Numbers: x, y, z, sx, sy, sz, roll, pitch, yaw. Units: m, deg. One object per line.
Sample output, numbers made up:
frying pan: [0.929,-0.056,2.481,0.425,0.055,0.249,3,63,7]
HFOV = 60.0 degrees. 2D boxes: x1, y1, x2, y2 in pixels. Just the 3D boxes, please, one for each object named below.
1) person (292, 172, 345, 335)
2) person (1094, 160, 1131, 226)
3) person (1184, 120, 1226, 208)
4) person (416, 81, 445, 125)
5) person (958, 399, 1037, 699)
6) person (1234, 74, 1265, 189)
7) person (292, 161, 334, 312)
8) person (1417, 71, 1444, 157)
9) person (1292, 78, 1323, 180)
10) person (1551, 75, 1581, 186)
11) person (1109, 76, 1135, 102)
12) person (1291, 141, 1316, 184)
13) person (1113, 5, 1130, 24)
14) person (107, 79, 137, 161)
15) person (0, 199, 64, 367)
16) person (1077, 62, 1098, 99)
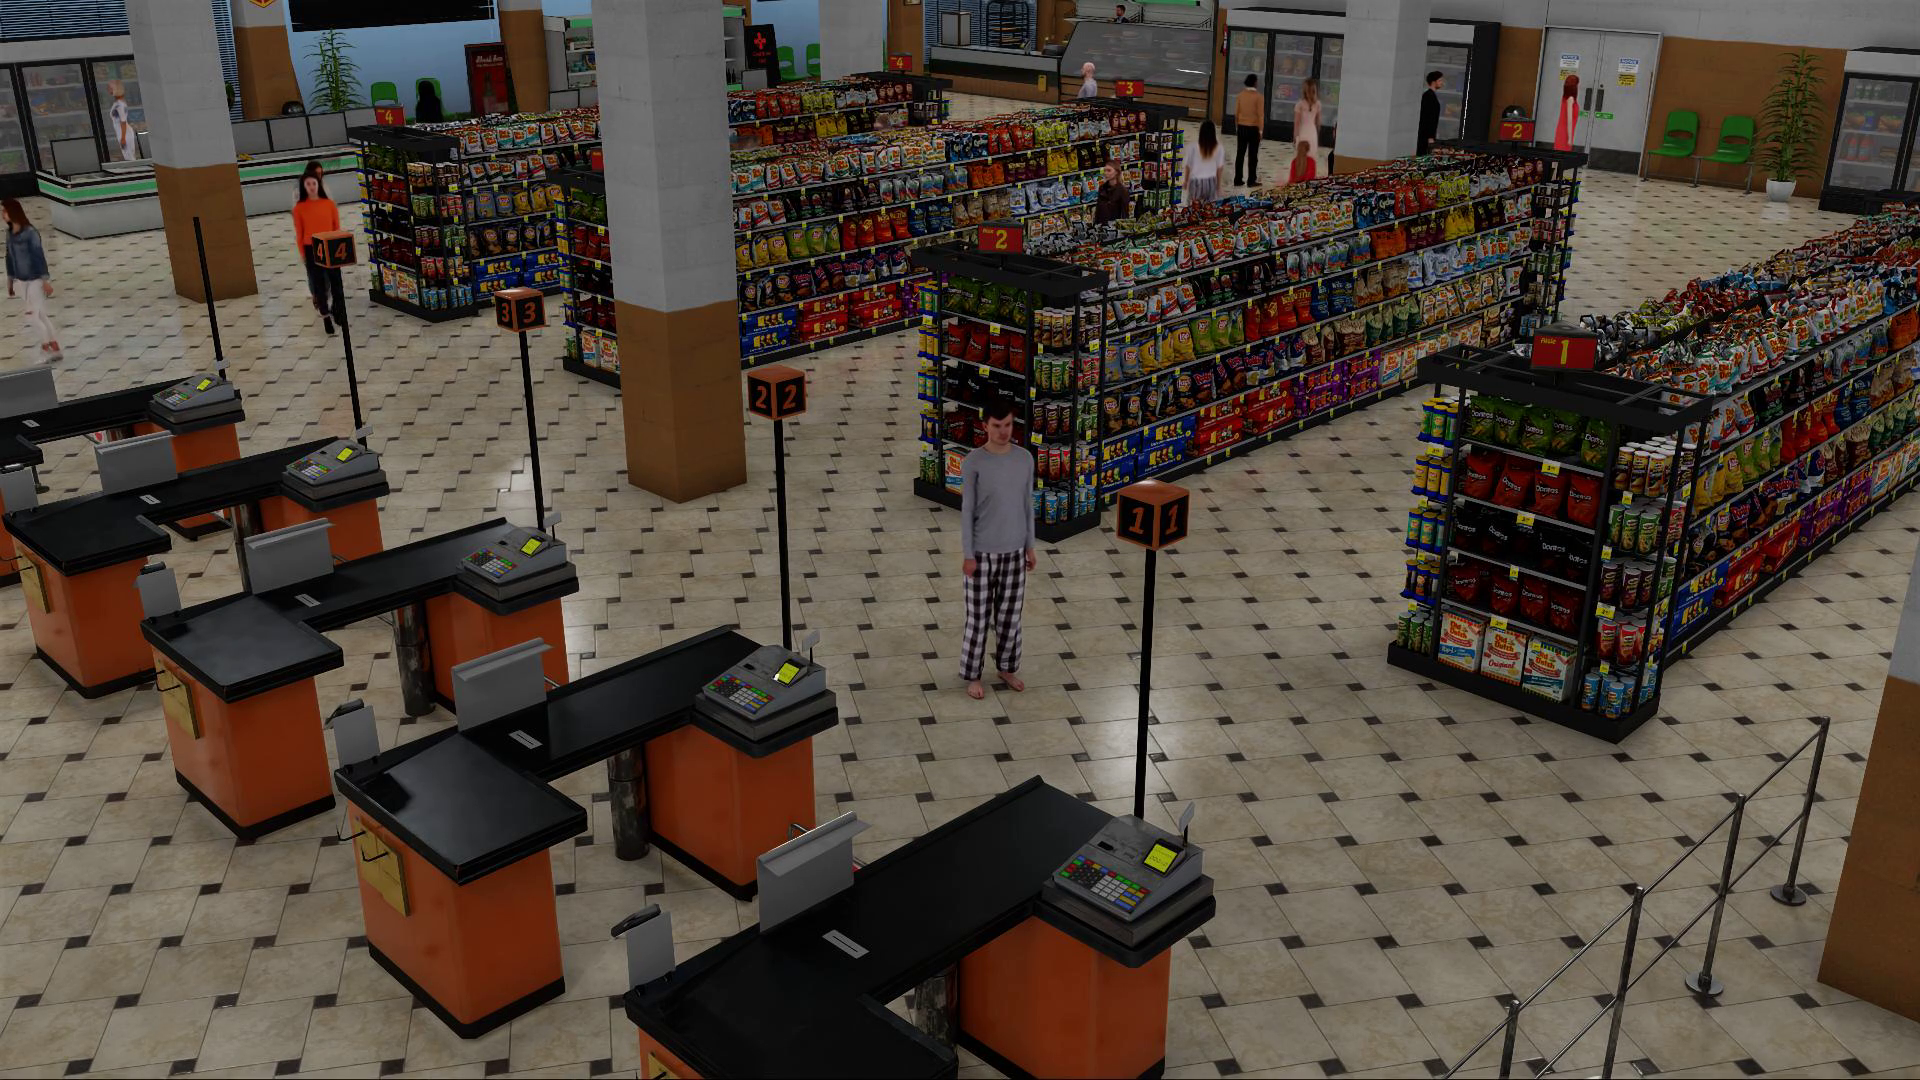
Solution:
person: [-6.938,-3.111,17.998,0.671,1.738,0.768,-11,24,-26]
person: [1.726,-3.474,18.947,0.605,1.704,0.493,20,29,40]
person: [3.229,-4.725,22.107,0.936,1.668,0.994,0,22,0]
person: [-8.401,-6.533,26.742,1.082,1.569,1.127,5,22,11]
person: [0.214,0.041,10.006,0.619,1.847,0.758,-8,23,-19]
person: [4.588,-6.507,26.431,0.666,1.753,0.570,18,28,38]
person: [-7.386,-3.511,19.139,1.071,1.630,0.990,-6,23,-14]
person: [7.187,-6.255,25.616,0.847,1.892,0.768,2,22,5]
person: [5.265,-6.020,25.126,0.864,1.821,0.891,-4,22,-9]
person: [9.324,-6.244,25.675,0.733,1.827,0.642,3,22,7]
person: [2.622,-6.587,26.751,0.893,1.661,0.949,-3,22,-7]
person: [4.706,-4.835,22.915,0.611,1.271,0.747,10,24,24]
person: [3.710,-11.415,38.492,0.630,1.866,0.550,20,30,41]
person: [-12.986,-6.282,25.871,0.601,1.751,0.620,-11,24,-25]
person: [-9.311,-2.618,16.839,0.735,1.687,0.755,11,24,25]
person: [2.077,-6.890,27.269,0.821,1.838,0.738,2,22,5]
